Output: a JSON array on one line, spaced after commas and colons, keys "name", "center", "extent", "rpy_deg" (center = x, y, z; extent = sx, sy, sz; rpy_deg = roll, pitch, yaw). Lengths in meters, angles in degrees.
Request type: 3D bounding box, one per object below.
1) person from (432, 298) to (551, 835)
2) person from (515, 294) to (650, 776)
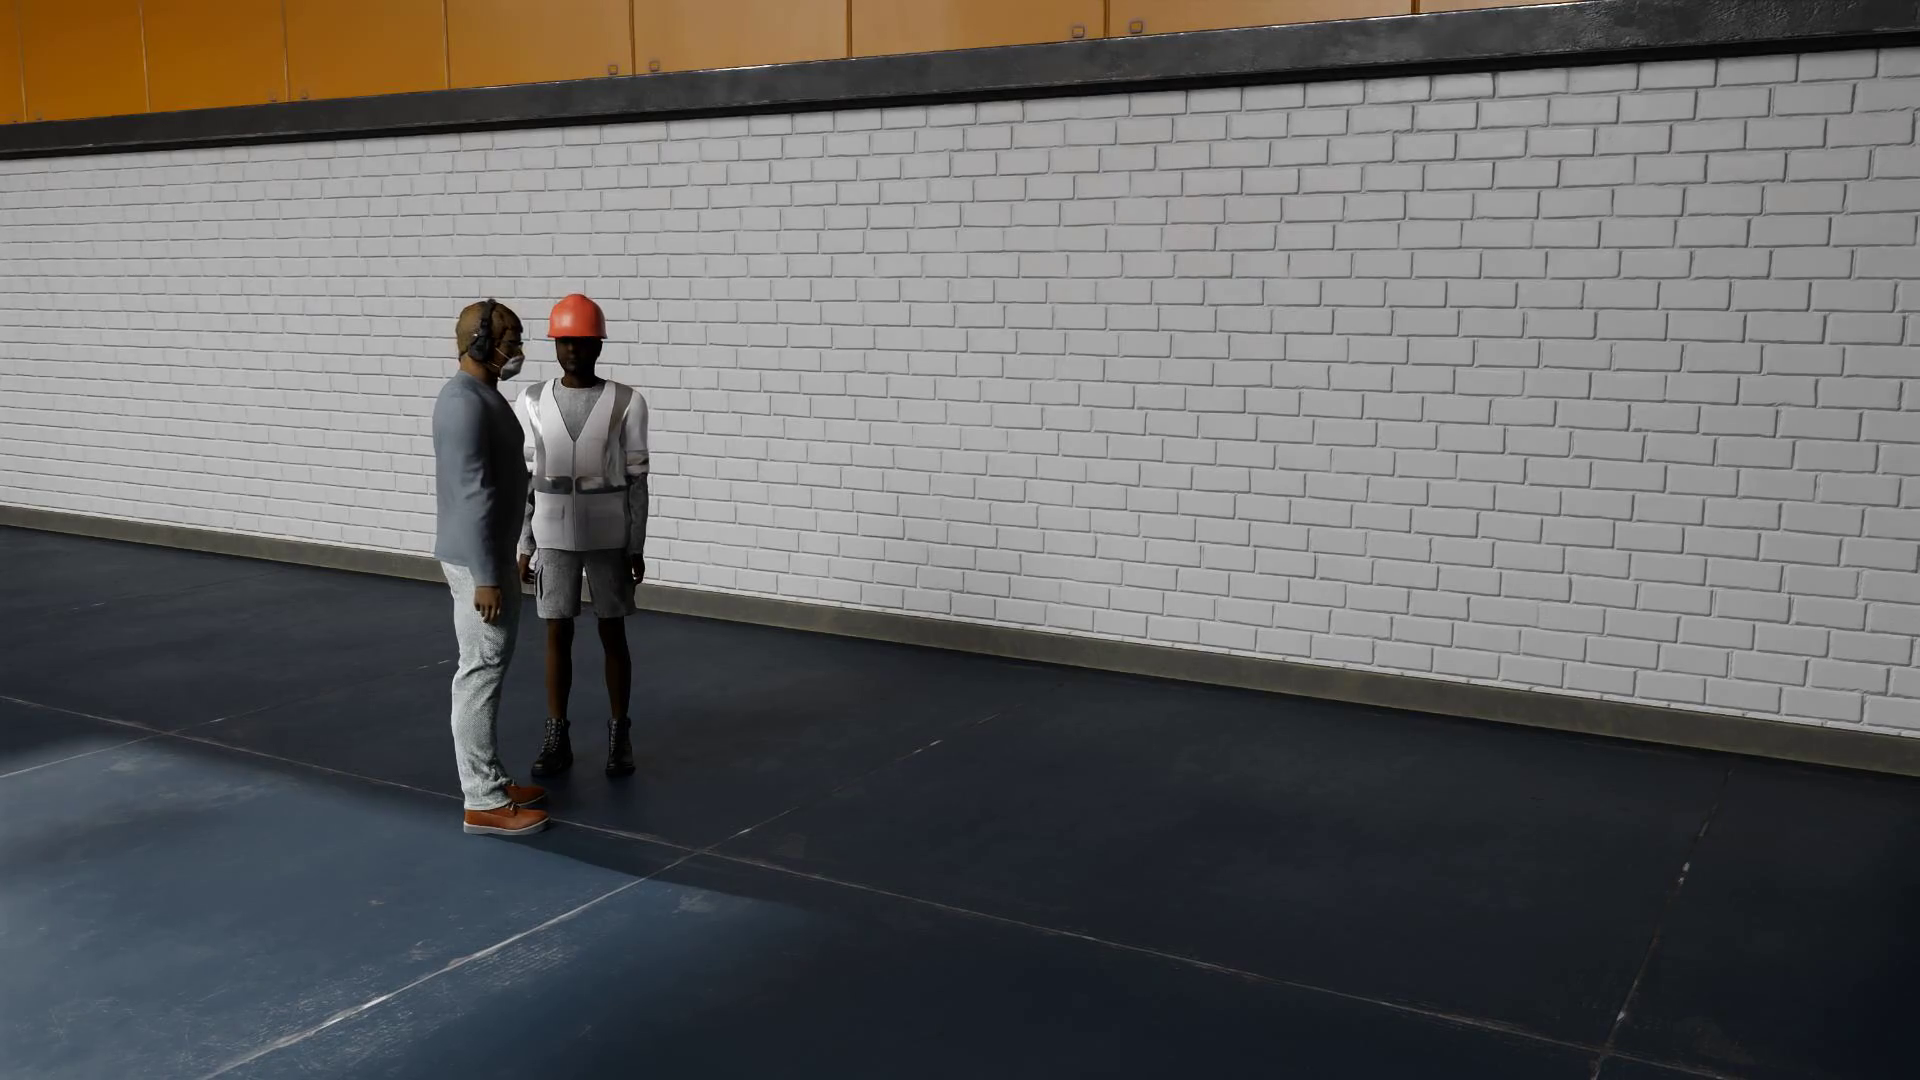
[{"name": "person", "center": [-1.716, 0.095, 6.065], "extent": [0.373, 1.935, 0.628], "rpy_deg": [-2, 9, -12]}, {"name": "person", "center": [-1.518, -0.010, 6.692], "extent": [0.544, 1.943, 0.347], "rpy_deg": [0, 9, -2]}]
